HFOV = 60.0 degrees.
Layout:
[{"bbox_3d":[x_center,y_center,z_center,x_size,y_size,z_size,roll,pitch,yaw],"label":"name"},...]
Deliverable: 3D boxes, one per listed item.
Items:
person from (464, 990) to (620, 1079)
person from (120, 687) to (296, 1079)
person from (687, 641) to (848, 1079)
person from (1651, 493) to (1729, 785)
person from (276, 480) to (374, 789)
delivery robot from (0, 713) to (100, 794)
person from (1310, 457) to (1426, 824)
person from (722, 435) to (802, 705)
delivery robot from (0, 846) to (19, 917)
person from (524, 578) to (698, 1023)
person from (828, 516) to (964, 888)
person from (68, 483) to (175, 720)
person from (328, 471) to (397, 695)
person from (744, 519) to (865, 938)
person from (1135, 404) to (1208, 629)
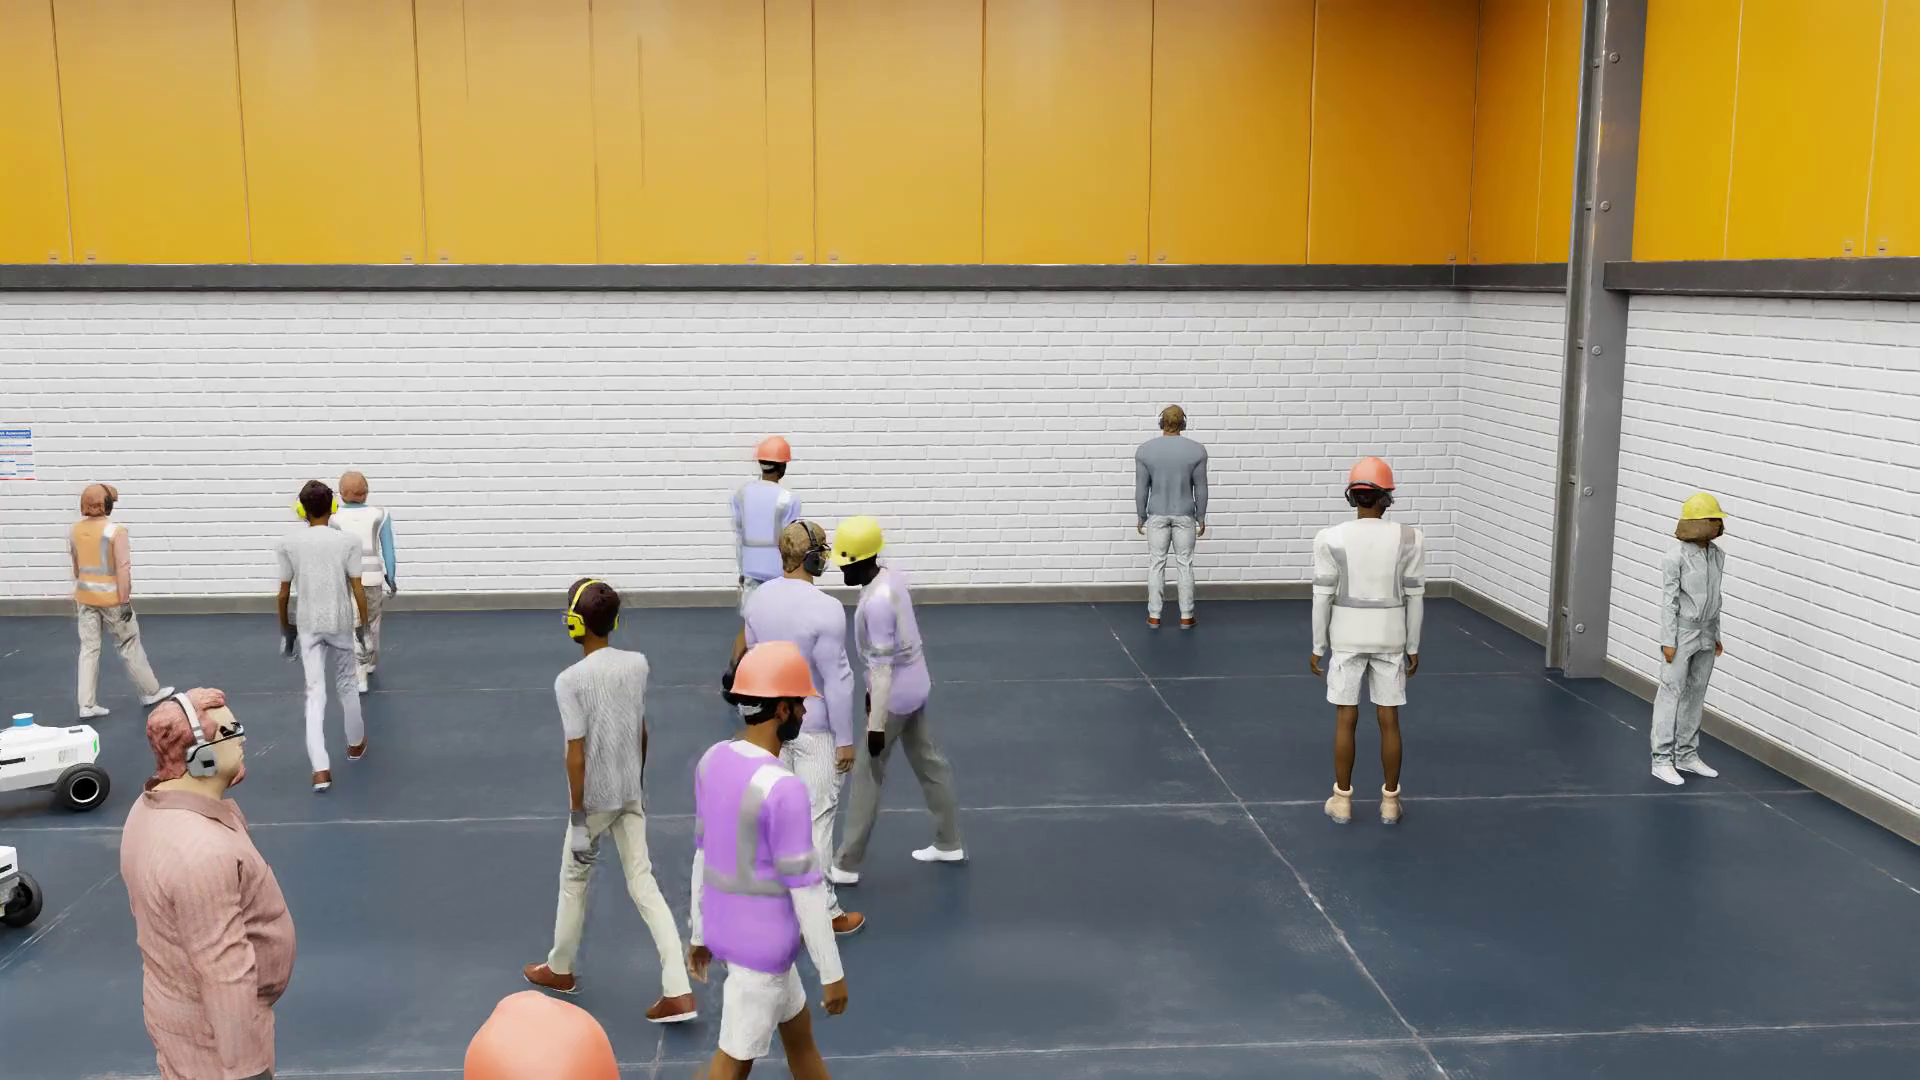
[{"bbox_3d":[-0.621,1.655,2.658,0.377,1.932,0.551,6,11,33],"label":"person"},{"bbox_3d":[-2.059,1.350,4.644,0.410,1.913,0.643,-7,12,-39],"label":"person"},{"bbox_3d":[-0.554,1.257,5.334,1.021,1.869,0.584,-6,11,-32],"label":"person"},{"bbox_3d":[4.395,0.584,9.975,0.493,1.746,0.283,-5,10,-29],"label":"person"},{"bbox_3d":[-3.834,0.544,10.060,0.550,1.808,0.990,-3,9,-15],"label":"person"},{"bbox_3d":[-5.273,1.224,9.387,0.707,0.478,0.477,-7,12,-39],"label":"delivery robot"},{"bbox_3d":[2.244,0.560,9.206,0.608,2.039,0.395,1,9,8],"label":"person"},{"bbox_3d":[-1.389,0.218,11.777,0.553,1.912,0.822,3,10,20],"label":"person"},{"bbox_3d":[-4.678,1.513,7.571,0.707,0.478,0.477,2,9,14],"label":"delivery robot"},{"bbox_3d":[-1.430,1.054,6.811,0.999,1.826,0.531,7,11,38],"label":"person"},{"bbox_3d":[-0.377,0.793,8.305,0.831,1.854,0.643,1,9,3],"label":"person"},{"bbox_3d":[-5.859,0.407,11.487,0.541,1.602,0.705,3,9,17],"label":"person"},{"bbox_3d":[-4.445,0.291,12.251,0.541,1.590,0.831,-4,10,-24],"label":"person"},{"bbox_3d":[-0.715,0.862,7.622,0.631,1.940,0.372,8,12,41],"label":"person"},{"bbox_3d":[1.810,-0.196,14.272,0.629,1.940,0.373,2,9,9],"label":"person"}]
